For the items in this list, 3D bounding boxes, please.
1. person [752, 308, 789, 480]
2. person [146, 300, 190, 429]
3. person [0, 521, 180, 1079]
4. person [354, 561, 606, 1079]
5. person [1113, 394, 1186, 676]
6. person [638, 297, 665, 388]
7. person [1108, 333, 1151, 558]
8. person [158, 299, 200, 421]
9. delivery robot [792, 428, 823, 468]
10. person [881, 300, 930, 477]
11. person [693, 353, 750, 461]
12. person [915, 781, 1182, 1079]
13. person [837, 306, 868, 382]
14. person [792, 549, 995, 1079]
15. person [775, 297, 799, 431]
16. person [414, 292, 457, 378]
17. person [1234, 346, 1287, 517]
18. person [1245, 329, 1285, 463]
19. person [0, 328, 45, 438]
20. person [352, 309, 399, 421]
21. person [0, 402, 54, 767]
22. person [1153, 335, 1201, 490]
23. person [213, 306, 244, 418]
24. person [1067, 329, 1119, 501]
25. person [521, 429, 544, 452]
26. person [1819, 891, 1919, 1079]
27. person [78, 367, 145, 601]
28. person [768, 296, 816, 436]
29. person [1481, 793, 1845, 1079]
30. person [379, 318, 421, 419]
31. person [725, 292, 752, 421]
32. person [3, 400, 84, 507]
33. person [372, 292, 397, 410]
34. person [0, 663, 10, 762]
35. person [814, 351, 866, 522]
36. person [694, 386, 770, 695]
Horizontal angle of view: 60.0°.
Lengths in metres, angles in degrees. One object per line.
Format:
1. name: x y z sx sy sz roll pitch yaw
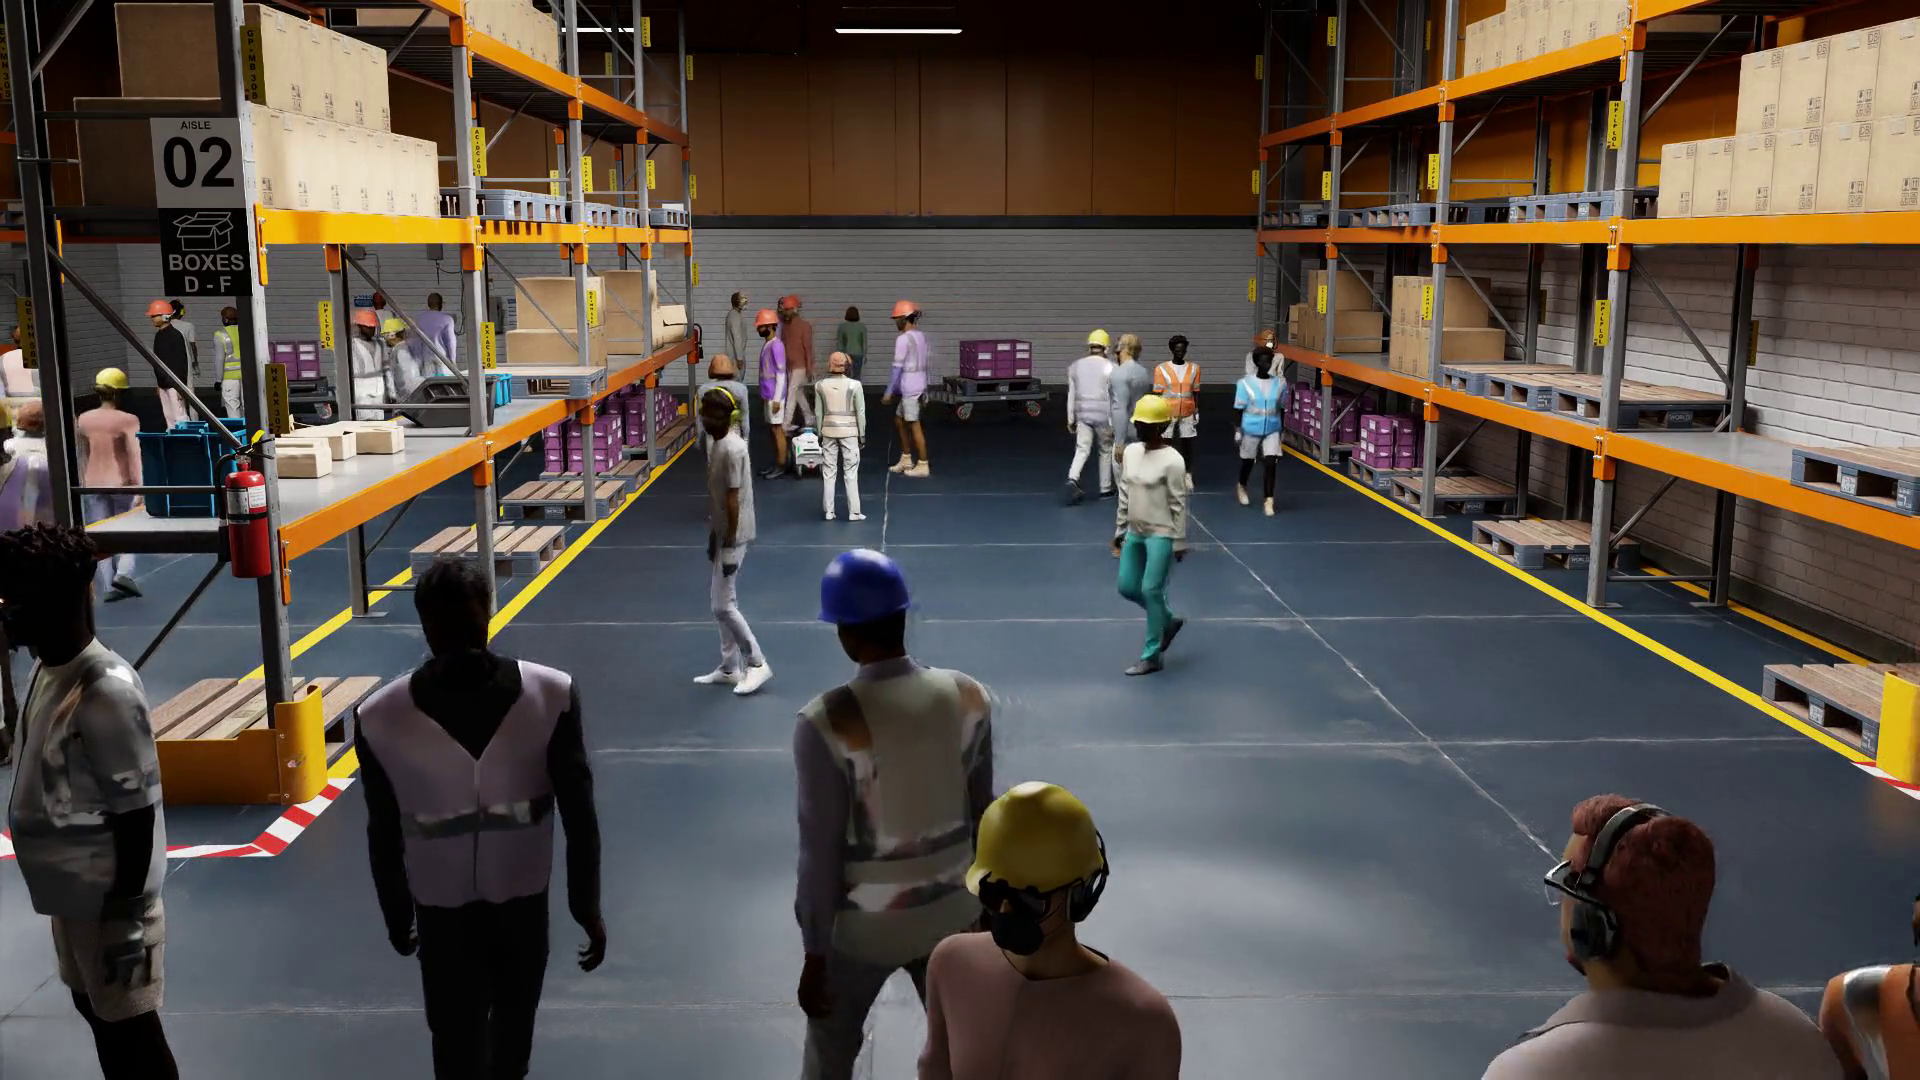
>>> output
1. person: -2.150 -1.644 18.803 0.378 1.932 0.551 -3 11 -18
2. person: -9.461 -1.872 19.901 0.621 1.992 0.397 9 13 40
3. person: -2.329 0.915 4.458 0.363 1.963 0.612 -9 14 -42
4. person: -1.313 0.952 4.544 0.588 1.873 1.011 -5 11 -24
5. person: 1.225 -0.042 10.362 0.488 1.750 0.542 -7 13 -35
6. person: -4.622 -2.723 24.856 0.378 1.926 0.544 9 14 41
7. person: 1.433 -0.810 14.304 0.376 1.901 0.775 5 11 25
8. person: -11.059 -2.468 23.574 0.512 1.872 0.330 -2 10 -11
9. delivery robot: -1.735 -1.044 19.040 0.477 0.478 0.707 -2 10 -10
10. person: -0.643 -1.713 18.983 0.708 2.013 0.606 3 11 16
11. person: -2.277 -0.974 15.931 0.523 1.623 0.426 -4 11 -24
12. person: 0.133 1.281 2.978 0.522 1.769 0.310 6 12 30
13. person: -1.787 -3.082 27.700 0.504 1.619 0.523 0 10 -1
14. person: -0.209 0.957 4.460 0.661 1.874 1.059 -7 12 -32
15. person: -2.490 -2.509 23.718 0.407 1.902 0.639 1 10 5
16. person: -7.697 -2.666 24.484 0.629 1.940 0.378 3 10 14
17. person: 2.965 -1.104 16.532 0.536 1.671 0.786 -1 10 -4
18. person: 3.701 -1.747 20.237 0.496 1.629 0.277 -2 10 -9
19. person: -9.378 -1.247 16.855 0.633 1.841 0.429 0 10 1
20. person: -6.717 -1.671 18.987 0.494 1.917 0.555 6 12 30
21. person: -4.959 0.182 8.729 0.602 1.905 0.776 -2 10 -9
22. person: 2.341 -1.370 17.971 0.533 1.687 0.320 -1 10 -8
23. person: -9.470 -2.120 21.716 0.429 1.844 0.623 6 12 29
24. person: 1.341 -1.263 17.086 0.603 1.792 0.814 5 11 26
25. person: -5.437 -2.038 21.289 0.619 1.835 0.430 -7 12 -34
26. person: 1.880 1.324 3.143 0.530 1.612 0.649 7 12 35
27. person: -6.306 -0.408 12.427 0.535 1.752 0.366 1 10 8
28. person: -2.318 -2.421 23.166 0.978 1.928 0.641 -9 13 -40
29. person: 1.037 1.320 2.517 0.652 1.869 0.994 -5 11 -25
30. person: -6.561 -1.761 19.902 0.908 1.785 0.634 -3 11 -18
31. person: -3.341 -2.743 24.918 0.355 1.936 0.633 -2 10 -14
32. person: -6.293 -0.156 11.419 0.530 1.608 0.733 -7 12 -33
33. person: -9.236 -3.017 26.595 0.355 1.883 0.575 7 12 32
34. person: -3.789 0.656 6.031 0.563 1.921 0.401 -7 12 -32
35. person: -1.146 -0.987 15.962 0.512 1.640 0.311 3 11 16
36. person: -1.384 0.009 9.870 0.359 1.855 0.639 -3 11 -17
